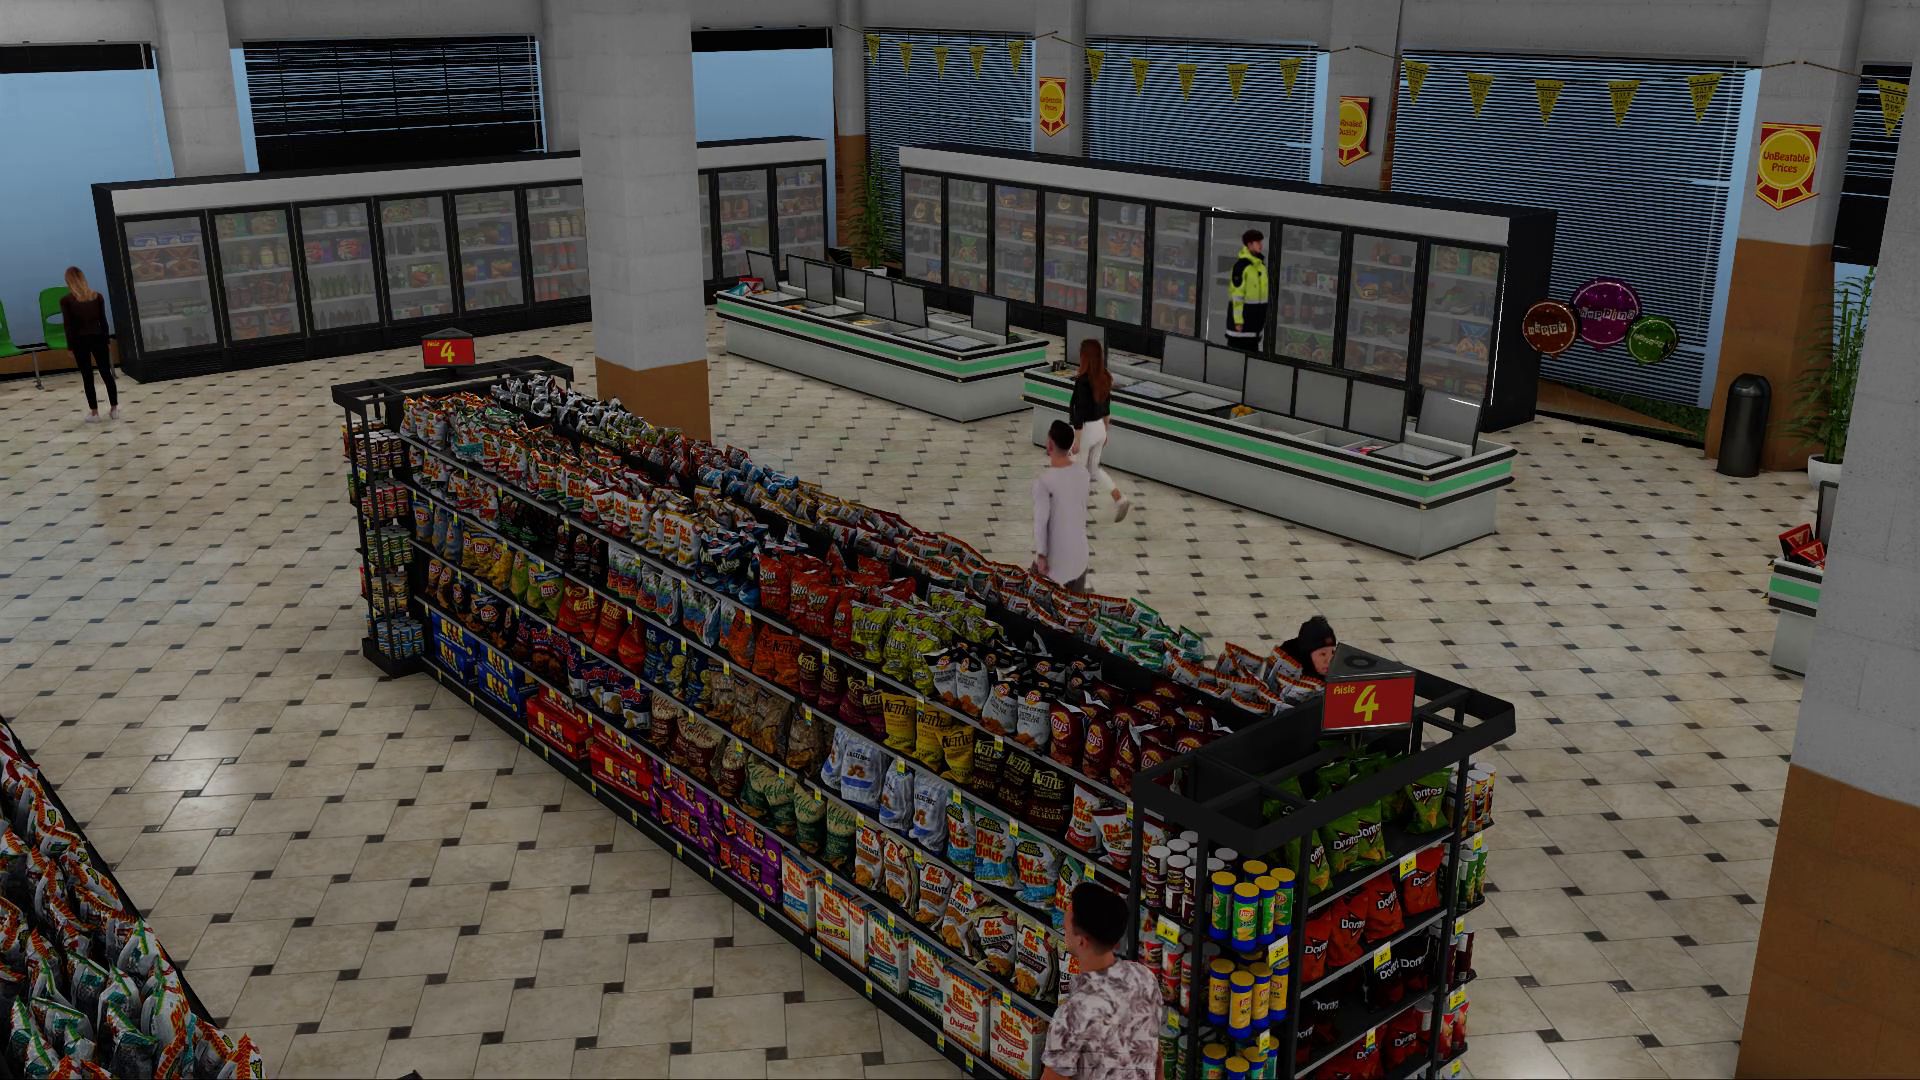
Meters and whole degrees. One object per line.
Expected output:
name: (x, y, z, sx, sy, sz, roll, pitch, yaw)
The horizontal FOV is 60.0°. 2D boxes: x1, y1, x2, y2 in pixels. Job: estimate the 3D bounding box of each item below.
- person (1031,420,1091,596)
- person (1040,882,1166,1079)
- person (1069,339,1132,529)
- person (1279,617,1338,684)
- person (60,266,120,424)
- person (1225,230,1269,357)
person: (0.753, 0.106, 11.341, 0.738, 1.805, 0.996, -12, 22, -31)
person: (0.554, 2.049, 5.612, 1.236, 1.783, 0.827, 16, 24, 39)
person: (1.196, -0.897, 14.501, 0.914, 1.686, 0.692, 15, 24, 37)
person: (1.674, 1.176, 8.435, 0.866, 1.635, 1.146, -8, 20, -23)
person: (-9.498, -2.135, 18.148, 0.528, 1.702, 0.617, 17, 25, 42)
person: (3.262, -2.548, 18.940, 0.716, 1.980, 0.820, 14, 23, 36)
